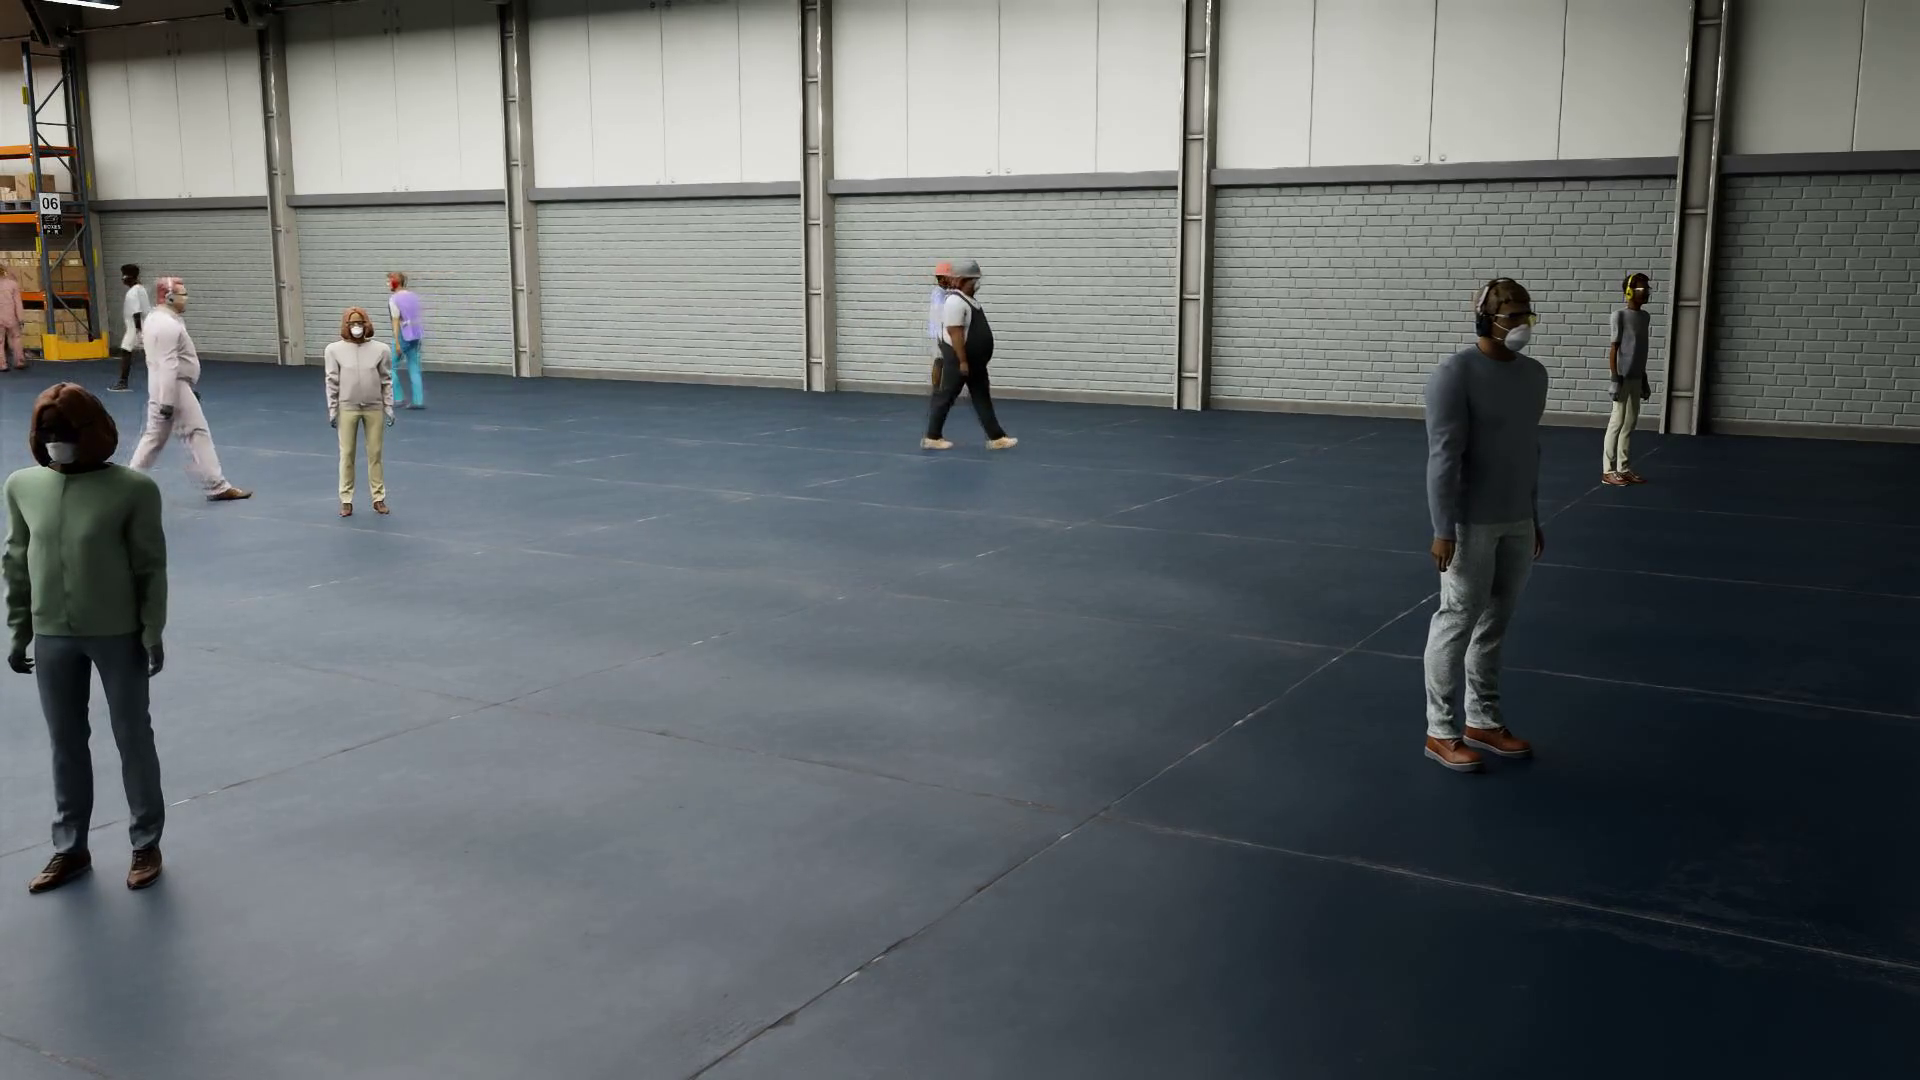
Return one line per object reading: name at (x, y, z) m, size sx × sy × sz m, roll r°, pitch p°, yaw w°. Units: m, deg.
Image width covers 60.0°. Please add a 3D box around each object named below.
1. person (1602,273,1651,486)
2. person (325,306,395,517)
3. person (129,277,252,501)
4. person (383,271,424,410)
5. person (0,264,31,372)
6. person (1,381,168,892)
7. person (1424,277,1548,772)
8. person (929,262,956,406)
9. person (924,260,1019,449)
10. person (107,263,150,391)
person at (5.943, -1.420, 14.739) m, size 0.518 × 1.876 × 0.326 m, roll -7°, pitch 12°, yaw -35°
person at (-4.681, -1.005, 13.010) m, size 0.501 × 1.633 × 0.284 m, roll -5°, pitch 11°, yaw -25°
person at (-6.434, -1.211, 13.593) m, size 0.977 × 1.863 × 0.641 m, roll -7°, pitch 12°, yaw -37°
person at (-7.362, -2.613, 21.883) m, size 0.613 × 1.824 × 0.592 m, roll 3°, pitch 10°, yaw 17°
person at (-16.771, -3.909, 29.287) m, size 0.680 × 1.872 × 0.864 m, roll -1°, pitch 10°, yaw -8°
person at (-2.781, 0.311, 5.308) m, size 0.498 × 1.633 × 0.279 m, roll -1°, pitch 10°, yaw -3°
person at (2.097, -0.063, 6.608) m, size 0.638 × 1.938 × 0.356 m, roll -7°, pitch 12°, yaw -34°
person at (-0.228, -2.784, 22.539) m, size 0.376 × 1.939 × 0.547 m, roll 1°, pitch 10°, yaw 6°
person at (0.075, -1.948, 17.343) m, size 1.008 × 2.000 × 0.698 m, roll 3°, pitch 10°, yaw 19°
person at (-12.307, -3.194, 25.005) m, size 0.991 × 1.926 × 0.607 m, roll -1°, pitch 10°, yaw -7°
